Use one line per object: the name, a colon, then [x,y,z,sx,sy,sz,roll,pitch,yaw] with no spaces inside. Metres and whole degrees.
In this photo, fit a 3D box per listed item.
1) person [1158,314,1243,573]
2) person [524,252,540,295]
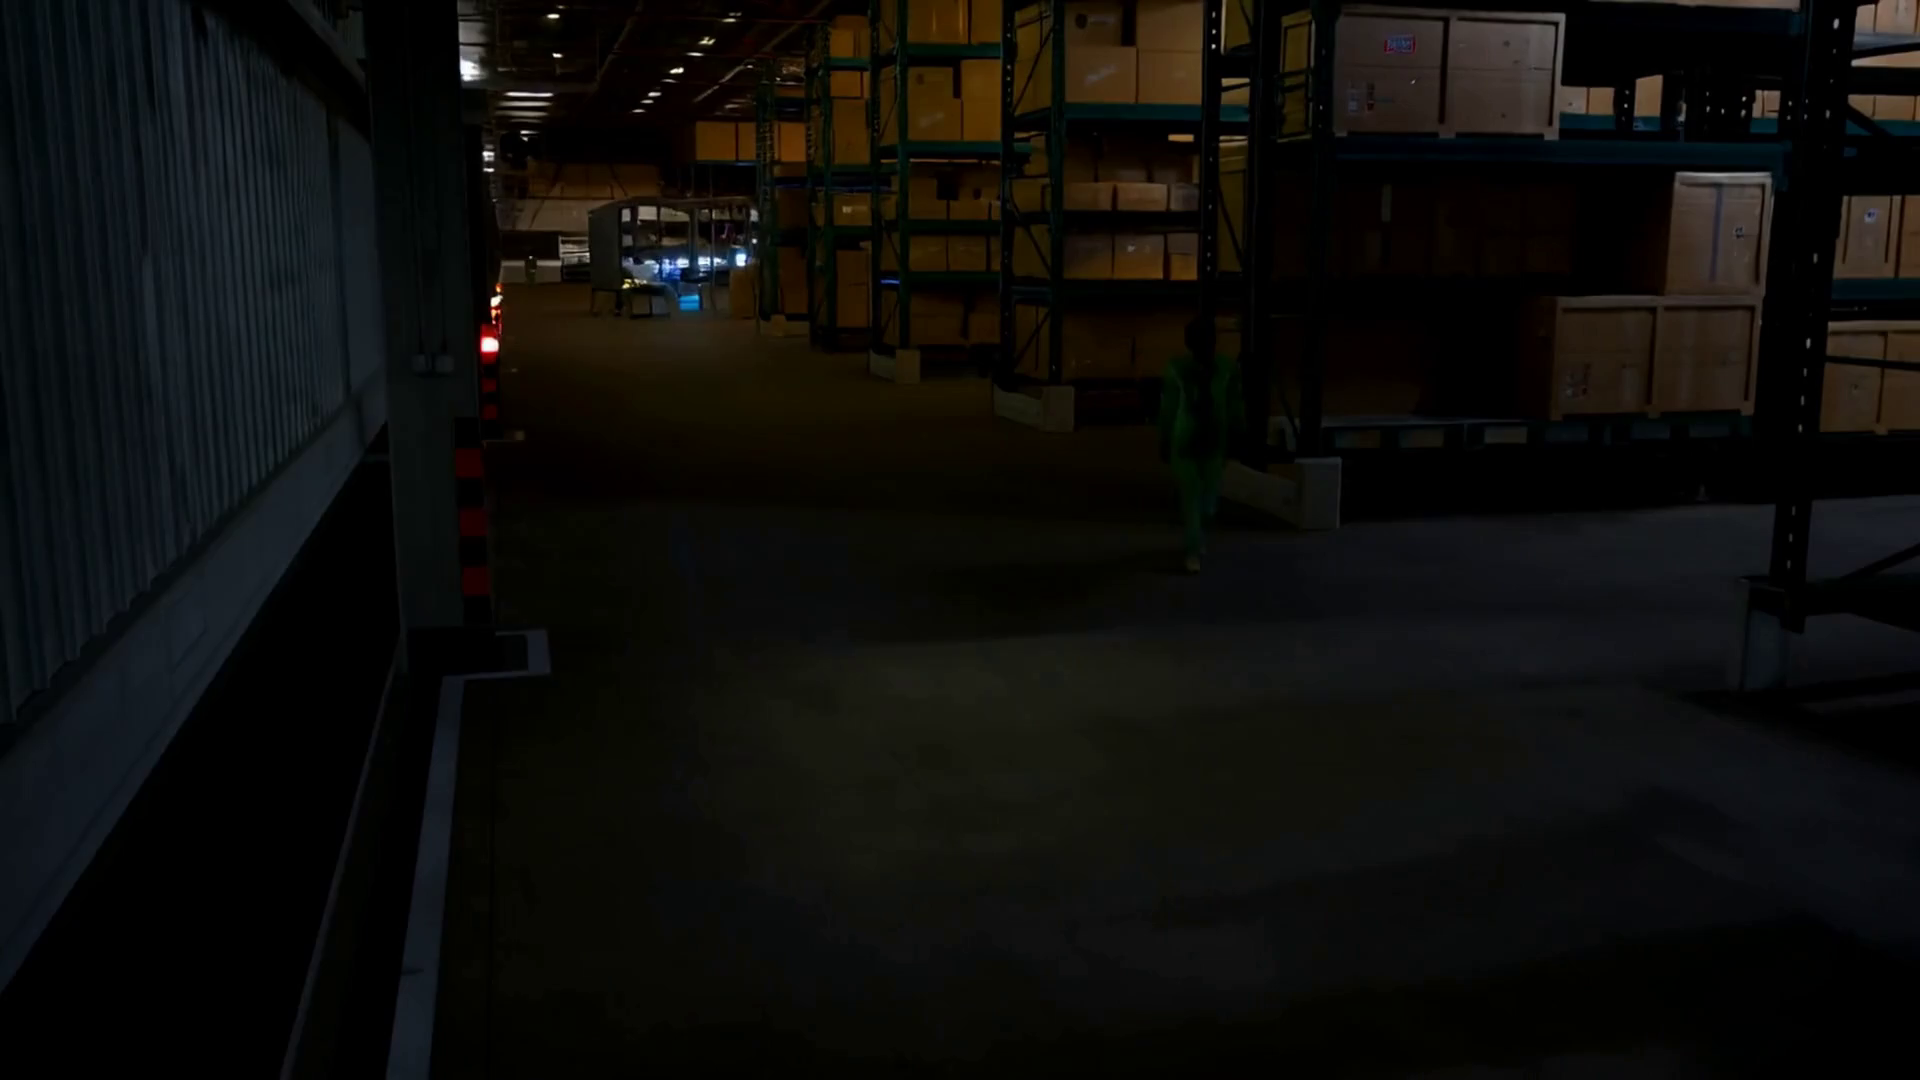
person: [1.518,-0.641,10.604,0.517,1.610,0.764,-1,10,-3]
person: [-17.813,-11.083,69.220,0.618,1.786,0.911,-6,11,-29]
